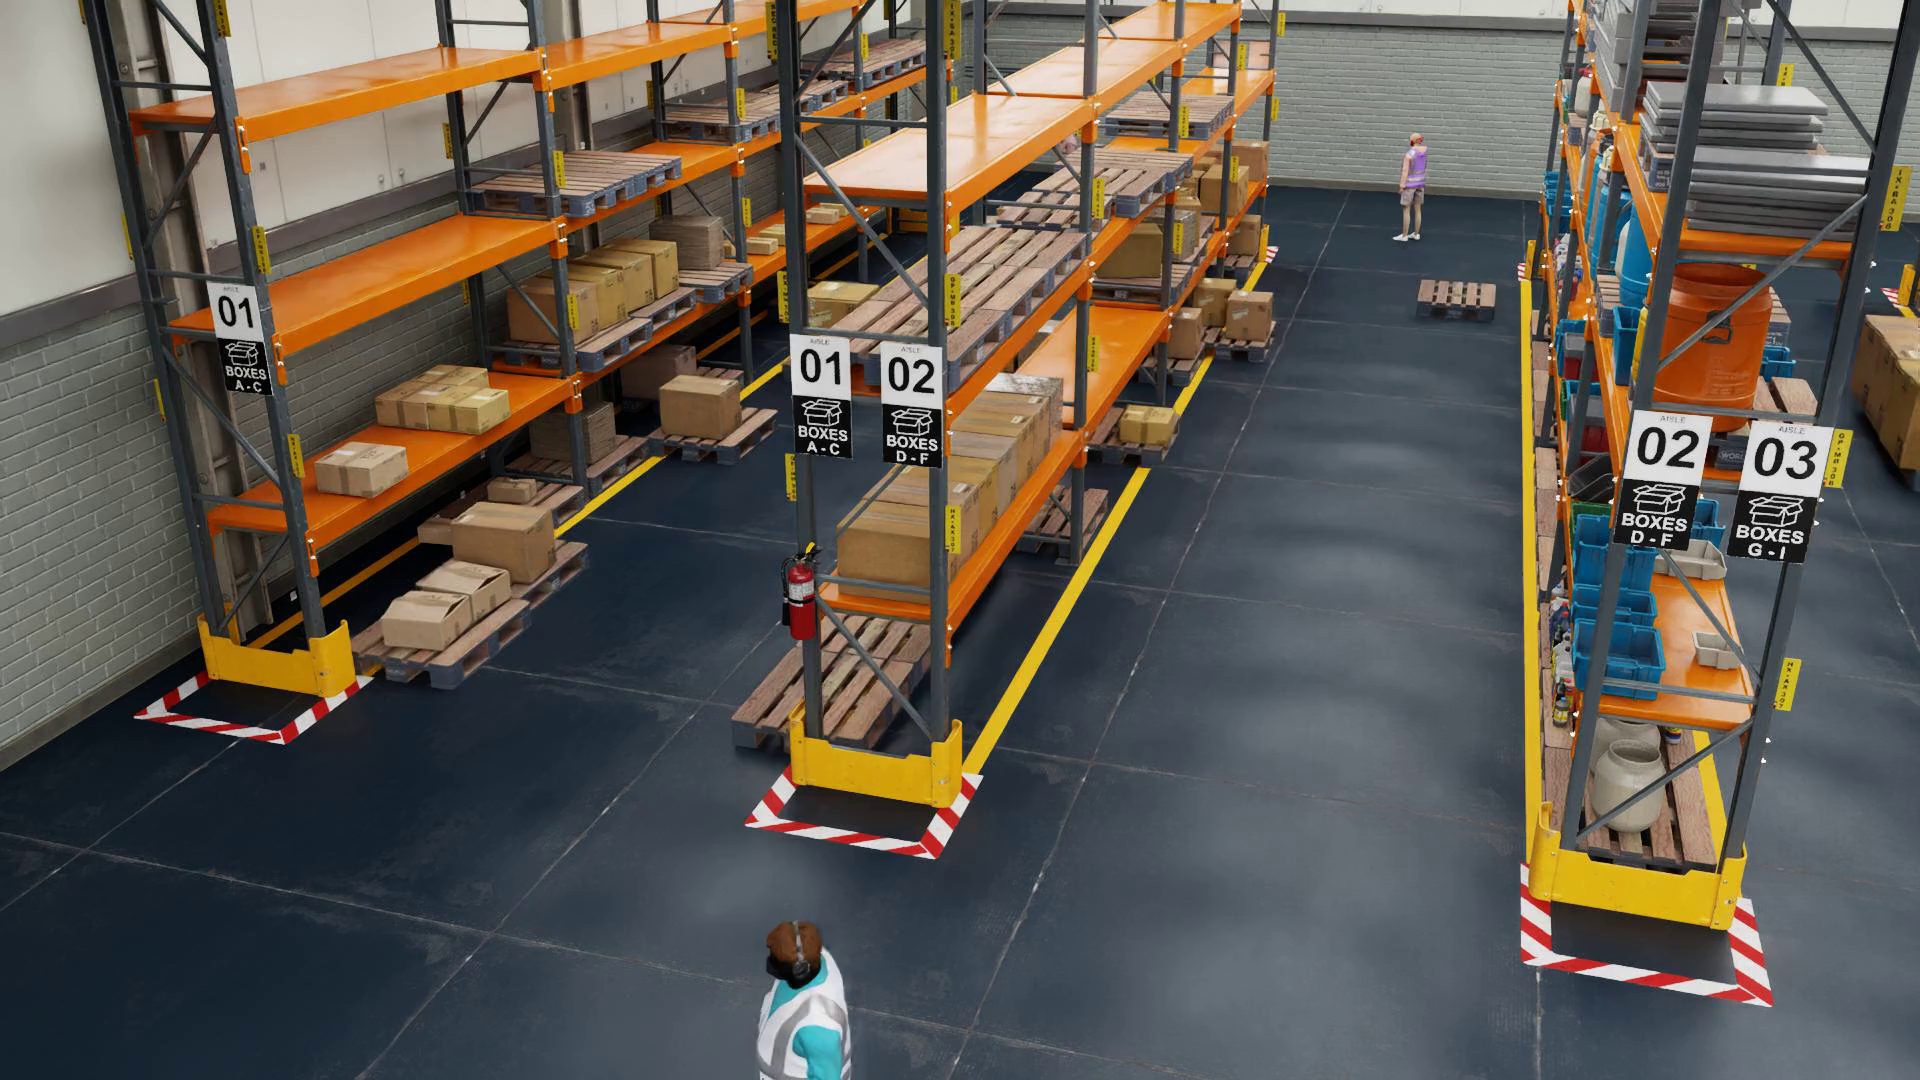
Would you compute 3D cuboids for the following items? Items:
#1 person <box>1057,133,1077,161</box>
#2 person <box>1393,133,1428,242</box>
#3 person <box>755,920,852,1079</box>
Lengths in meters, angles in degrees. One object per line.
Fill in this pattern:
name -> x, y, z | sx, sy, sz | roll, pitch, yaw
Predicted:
person -> 1.746, -5.951, 27.040 | 0.332, 1.799, 0.520 | -2, 23, -4
person -> 7.154, -5.572, 26.305 | 0.489, 1.688, 0.352 | -14, 27, -29
person -> -0.694, 2.462, 7.548 | 0.972, 1.795, 0.625 | -2, 23, -4
